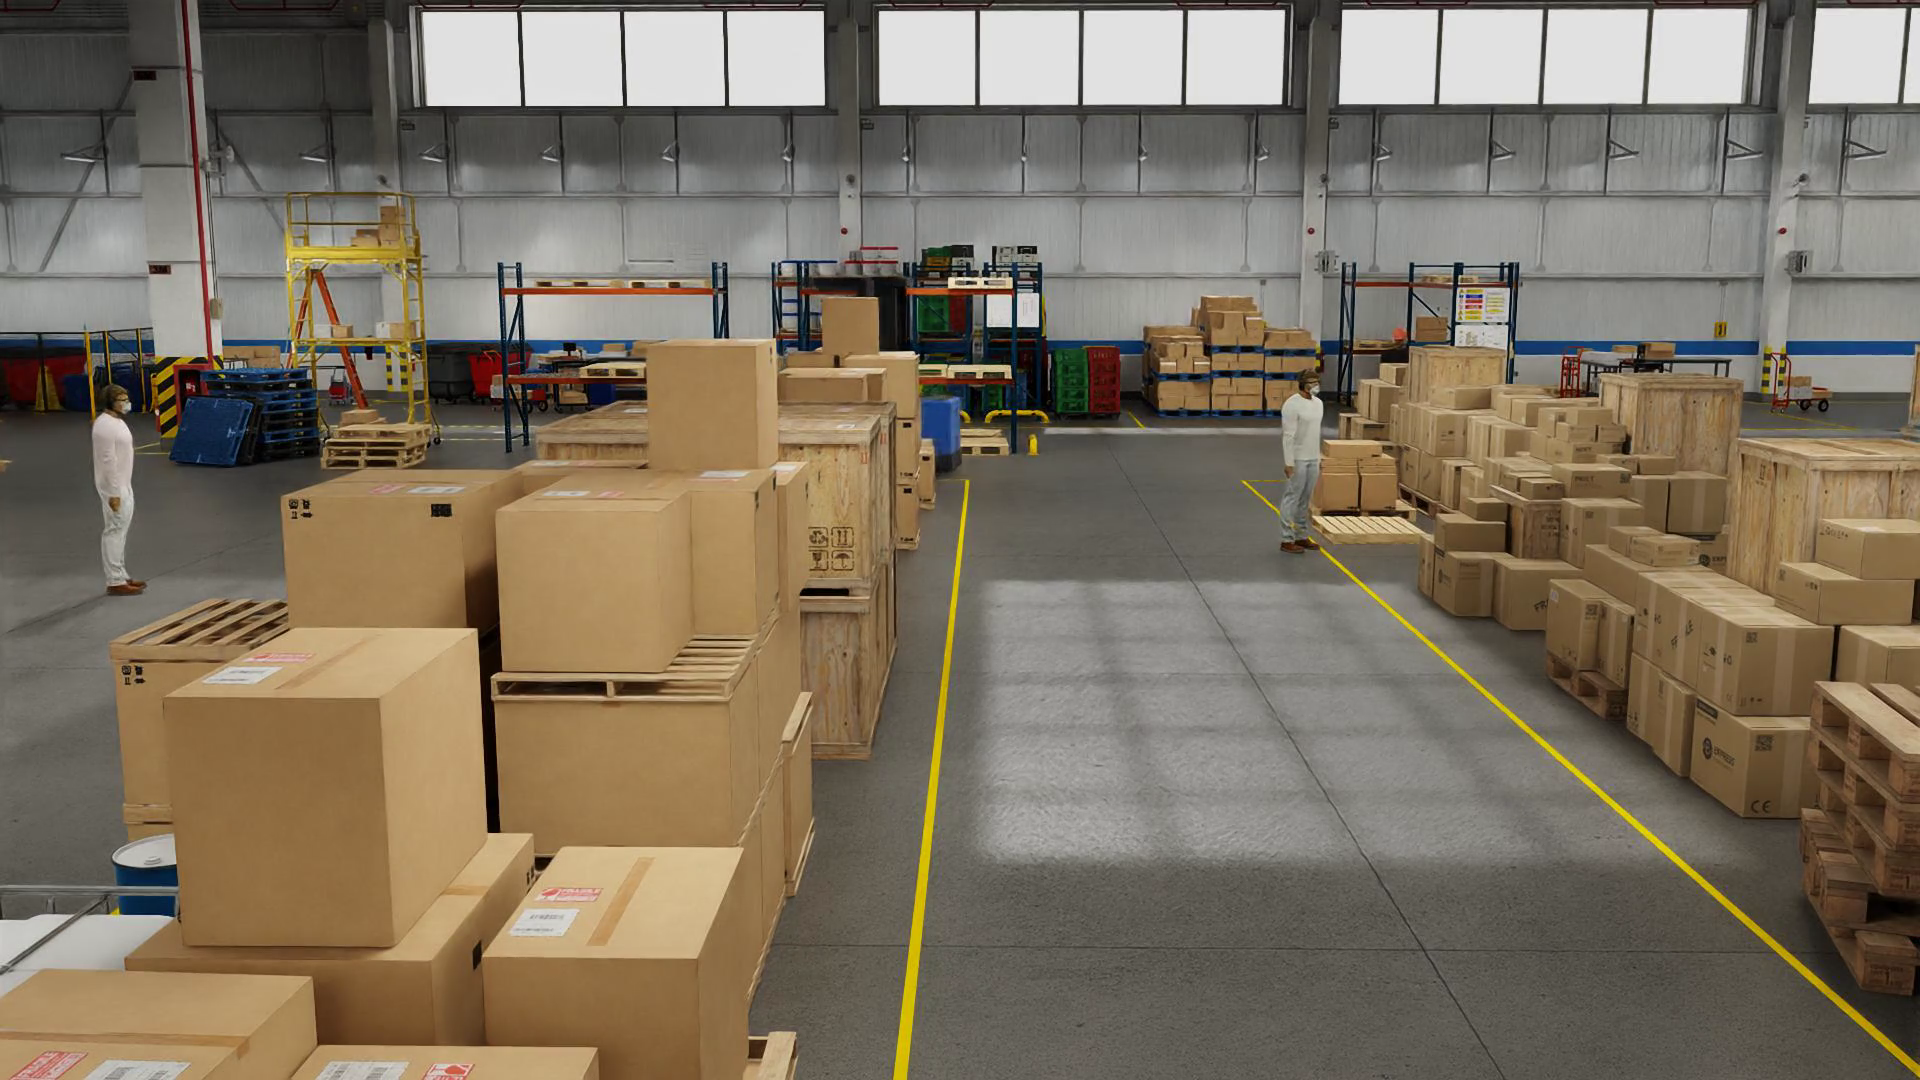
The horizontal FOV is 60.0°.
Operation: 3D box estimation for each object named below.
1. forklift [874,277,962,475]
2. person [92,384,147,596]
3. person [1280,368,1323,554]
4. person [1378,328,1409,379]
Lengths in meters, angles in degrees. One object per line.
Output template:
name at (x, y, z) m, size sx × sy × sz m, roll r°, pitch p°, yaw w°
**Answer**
forklift at (-0.966, -2.395, 23.983) m, size 1.873 × 2.768 × 1.129 m, roll 2°, pitch 10°, yaw 9°
person at (-7.710, -0.460, 15.209) m, size 0.353 × 1.937 × 0.635 m, roll -3°, pitch 10°, yaw -18°
person at (3.596, -0.835, 17.449) m, size 0.359 × 1.938 × 0.632 m, roll 9°, pitch 13°, yaw 44°
person at (7.047, -2.419, 26.772) m, size 0.623 × 1.992 × 0.396 m, roll 3°, pitch 10°, yaw 18°
